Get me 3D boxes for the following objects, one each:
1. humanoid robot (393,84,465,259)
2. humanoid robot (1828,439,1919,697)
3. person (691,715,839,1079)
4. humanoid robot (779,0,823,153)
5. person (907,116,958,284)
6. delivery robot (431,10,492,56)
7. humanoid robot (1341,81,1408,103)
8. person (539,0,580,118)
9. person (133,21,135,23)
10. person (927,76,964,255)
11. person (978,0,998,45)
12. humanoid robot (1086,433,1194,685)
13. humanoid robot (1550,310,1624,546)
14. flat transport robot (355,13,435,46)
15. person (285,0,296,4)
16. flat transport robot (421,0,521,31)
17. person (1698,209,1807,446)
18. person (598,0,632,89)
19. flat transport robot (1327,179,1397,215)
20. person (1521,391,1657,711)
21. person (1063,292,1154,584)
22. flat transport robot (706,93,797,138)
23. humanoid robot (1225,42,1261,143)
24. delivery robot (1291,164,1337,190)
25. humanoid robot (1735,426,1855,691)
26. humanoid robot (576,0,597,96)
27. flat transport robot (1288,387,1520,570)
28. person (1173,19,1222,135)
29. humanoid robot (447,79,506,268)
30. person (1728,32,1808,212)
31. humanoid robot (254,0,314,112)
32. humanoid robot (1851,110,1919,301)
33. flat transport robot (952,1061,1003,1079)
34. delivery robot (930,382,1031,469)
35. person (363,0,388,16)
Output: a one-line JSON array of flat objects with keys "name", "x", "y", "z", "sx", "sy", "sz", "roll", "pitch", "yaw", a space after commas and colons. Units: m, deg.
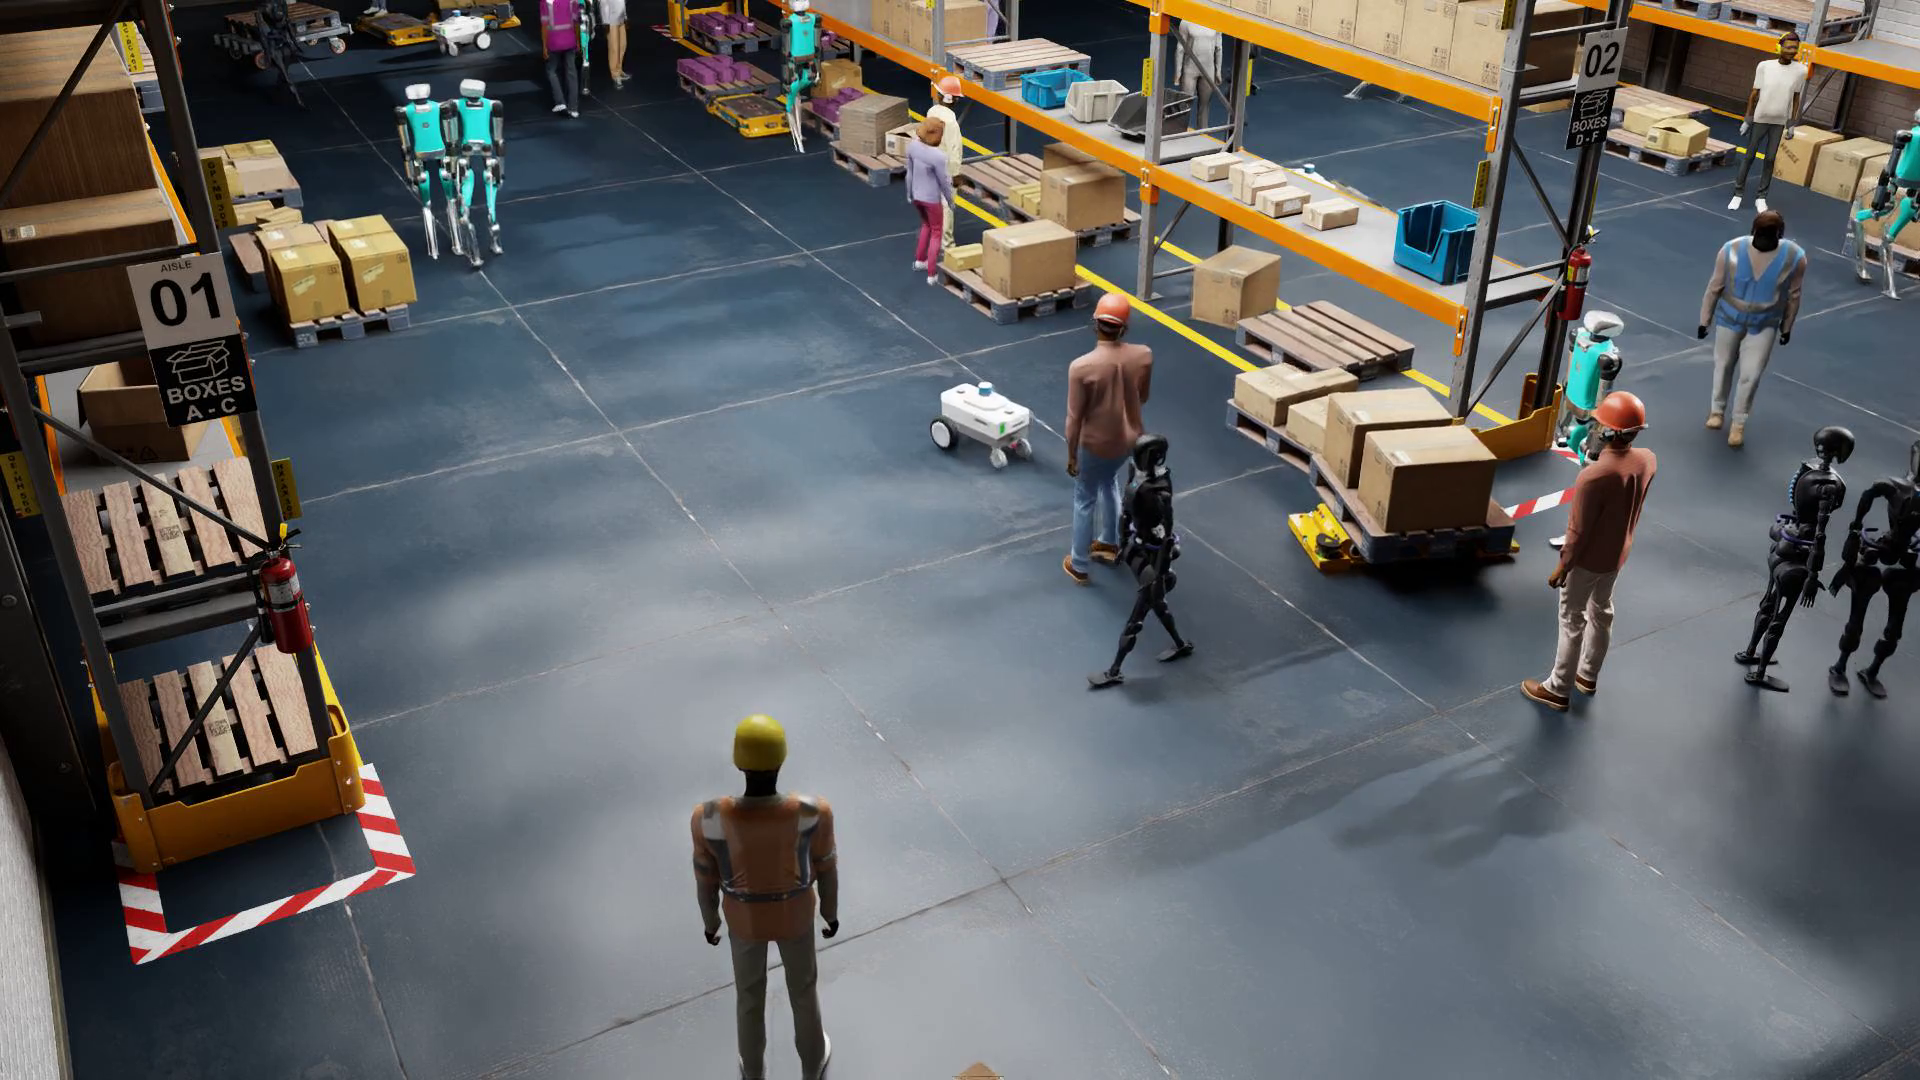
[{"name": "humanoid robot", "x": -5.149, "y": -3.605, "z": 16.206, "sx": 0.544, "sy": 1.770, "sz": 0.696, "roll": -11, "pitch": 32, "yaw": -18}, {"name": "humanoid robot", "x": 5.432, "y": 0.158, "z": 9.713, "sx": 0.597, "sy": 1.649, "sz": 0.326, "roll": 4, "pitch": 30, "yaw": 7}, {"name": "person", "x": -0.804, "y": 1.553, "z": 7.045, "sx": 0.592, "sy": 1.922, "sz": 0.383, "roll": -3, "pitch": 30, "yaw": -5}, {"name": "humanoid robot", "x": -1.925, "y": -5.442, "z": 19.429, "sx": 0.544, "sy": 1.778, "sz": 0.882, "roll": -19, "pitch": 35, "yaw": -29}, {"name": "person", "x": -0.271, "y": -3.228, "z": 15.688, "sx": 0.411, "sy": 1.595, "sz": 0.590, "roll": -25, "pitch": 38, "yaw": -36}, {"name": "delivery robot", "x": -7.120, "y": -7.246, "z": 23.755, "sx": 0.500, "sy": 0.614, "sz": 0.785, "roll": 26, "pitch": 39, "yaw": 37}, {"name": "humanoid robot", "x": 5.484, "y": -6.437, "z": 21.161, "sx": 0.975, "sy": 1.767, "sz": 0.540, "roll": 8, "pitch": 31, "yaw": 13}, {"name": "person", "x": -4.957, "y": -6.156, "z": 20.556, "sx": 0.535, "sy": 1.830, "sz": 0.521, "roll": -19, "pitch": 35, "yaw": -29}, {"name": "person", "x": -11.377, "y": -7.295, "z": 22.462, "sx": 0.530, "sy": 1.915, "sz": 0.631, "roll": -5, "pitch": 30, "yaw": -9}, {"name": "person", "x": -0.121, "y": -3.671, "z": 16.318, "sx": 0.334, "sy": 1.742, "sz": 0.560, "roll": -11, "pitch": 32, "yaw": -19}, {"name": "person", "x": 0.210, "y": -6.661, "z": 21.414, "sx": 0.670, "sy": 1.856, "sz": 0.679, "roll": -4, "pitch": 30, "yaw": -6}, {"name": "humanoid robot", "x": 1.099, "y": 0.090, "z": 9.882, "sx": 0.792, "sy": 1.621, "sz": 0.586, "roll": -12, "pitch": 32, "yaw": -20}, {"name": "humanoid robot", "x": 4.313, "y": -0.661, "z": 11.142, "sx": 0.664, "sy": 1.852, "sz": 0.540, "roll": -5, "pitch": 30, "yaw": -8}, {"name": "flat transport robot", "x": -8.319, "y": -7.537, "z": 24.530, "sx": 0.659, "sy": 0.231, "sz": 1.431, "roll": -23, "pitch": 37, "yaw": -34}, {"name": "person", "x": -10.108, "y": -8.533, "z": 24.686, "sx": 0.429, "sy": 1.844, "sz": 0.625, "roll": -10, "pitch": 31, "yaw": -16}, {"name": "flat transport robot", "x": -7.393, "y": -7.823, "z": 25.028, "sx": 1.431, "sy": 0.231, "sz": 0.659, "roll": -12, "pitch": 32, "yaw": -19}, {"name": "person", "x": 5.967, "y": -1.617, "z": 12.664, "sx": 0.664, "sy": 1.816, "sz": 0.712, "roll": 16, "pitch": 34, "yaw": 26}, {"name": "person", "x": -4.562, "y": -6.860, "z": 21.904, "sx": 0.348, "sy": 1.711, "sz": 0.649, "roll": 7, "pitch": 31, "yaw": 13}, {"name": "flat transport robot", "x": 3.967, "y": -3.479, "z": 17.466, "sx": 0.659, "sy": 0.231, "sz": 1.431, "roll": -9, "pitch": 31, "yaw": -16}, {"name": "person", "x": 3.639, "y": 0.071, "z": 9.557, "sx": 0.610, "sy": 1.994, "sz": 0.376, "roll": -19, "pitch": 35, "yaw": -30}, {"name": "person", "x": 0.942, "y": -0.679, "z": 10.910, "sx": 0.630, "sy": 1.949, "sz": 0.543, "roll": -11, "pitch": 32, "yaw": -18}, {"name": "flat transport robot", "x": -2.583, "y": -5.270, "z": 20.584, "sx": 0.659, "sy": 0.231, "sz": 1.431, "roll": -15, "pitch": 33, "yaw": -24}, {"name": "humanoid robot", "x": 3.220, "y": -5.244, "z": 19.136, "sx": 0.426, "sy": 1.640, "sz": 0.599, "roll": 13, "pitch": 32, "yaw": 21}, {"name": "delivery robot", "x": 3.647, "y": -3.619, "z": 17.441, "sx": 0.499, "sy": 0.613, "sz": 0.807, "roll": -10, "pitch": 31, "yaw": -17}, {"name": "humanoid robot", "x": 4.960, "y": 0.078, "z": 9.845, "sx": 0.315, "sy": 1.657, "sz": 0.599, "roll": 7, "pitch": 31, "yaw": 12}, {"name": "humanoid robot", "x": -4.899, "y": -6.480, "z": 21.257, "sx": 0.531, "sy": 1.837, "sz": 0.692, "roll": -6, "pitch": 30, "yaw": -11}, {"name": "flat transport robot", "x": 3.075, "y": -0.077, "z": 11.544, "sx": 1.431, "sy": 0.231, "sz": 0.659, "roll": -5, "pitch": 30, "yaw": -8}, {"name": "person", "x": 2.750, "y": -5.429, "z": 19.231, "sx": 0.562, "sy": 1.896, "sz": 0.360, "roll": -2, "pitch": 30, "yaw": -4}, {"name": "humanoid robot", "x": -4.613, "y": -3.464, "z": 15.991, "sx": 0.572, "sy": 1.791, "sz": 0.885, "roll": -6, "pitch": 30, "yaw": -11}, {"name": "person", "x": 8.471, "y": -4.368, "z": 17.402, "sx": 0.528, "sy": 1.876, "sz": 0.320, "roll": 9, "pitch": 31, "yaw": 15}, {"name": "humanoid robot", "x": -8.515, "y": -6.208, "z": 20.862, "sx": 0.811, "sy": 1.621, "sz": 0.616, "roll": 12, "pitch": 32, "yaw": 20}, {"name": "humanoid robot", "x": 8.683, "y": -3.170, "z": 15.466, "sx": 0.545, "sy": 1.775, "sz": 0.915, "roll": 1, "pitch": 30, "yaw": 1}, {"name": "flat transport robot", "x": 0.079, "y": 3.001, "z": 6.186, "sx": 0.659, "sy": 0.231, "sz": 1.431, "roll": 4, "pitch": 30, "yaw": 7}, {"name": "delivery robot", "x": 0.175, "y": -0.914, "z": 12.729, "sx": 0.499, "sy": 0.609, "sz": 0.812, "roll": -26, "pitch": 39, "yaw": -38}, {"name": "person", "x": -9.089, "y": -8.909, "z": 25.545, "sx": 0.499, "sy": 1.633, "sz": 0.287, "roll": 26, "pitch": 39, "yaw": 37}]
